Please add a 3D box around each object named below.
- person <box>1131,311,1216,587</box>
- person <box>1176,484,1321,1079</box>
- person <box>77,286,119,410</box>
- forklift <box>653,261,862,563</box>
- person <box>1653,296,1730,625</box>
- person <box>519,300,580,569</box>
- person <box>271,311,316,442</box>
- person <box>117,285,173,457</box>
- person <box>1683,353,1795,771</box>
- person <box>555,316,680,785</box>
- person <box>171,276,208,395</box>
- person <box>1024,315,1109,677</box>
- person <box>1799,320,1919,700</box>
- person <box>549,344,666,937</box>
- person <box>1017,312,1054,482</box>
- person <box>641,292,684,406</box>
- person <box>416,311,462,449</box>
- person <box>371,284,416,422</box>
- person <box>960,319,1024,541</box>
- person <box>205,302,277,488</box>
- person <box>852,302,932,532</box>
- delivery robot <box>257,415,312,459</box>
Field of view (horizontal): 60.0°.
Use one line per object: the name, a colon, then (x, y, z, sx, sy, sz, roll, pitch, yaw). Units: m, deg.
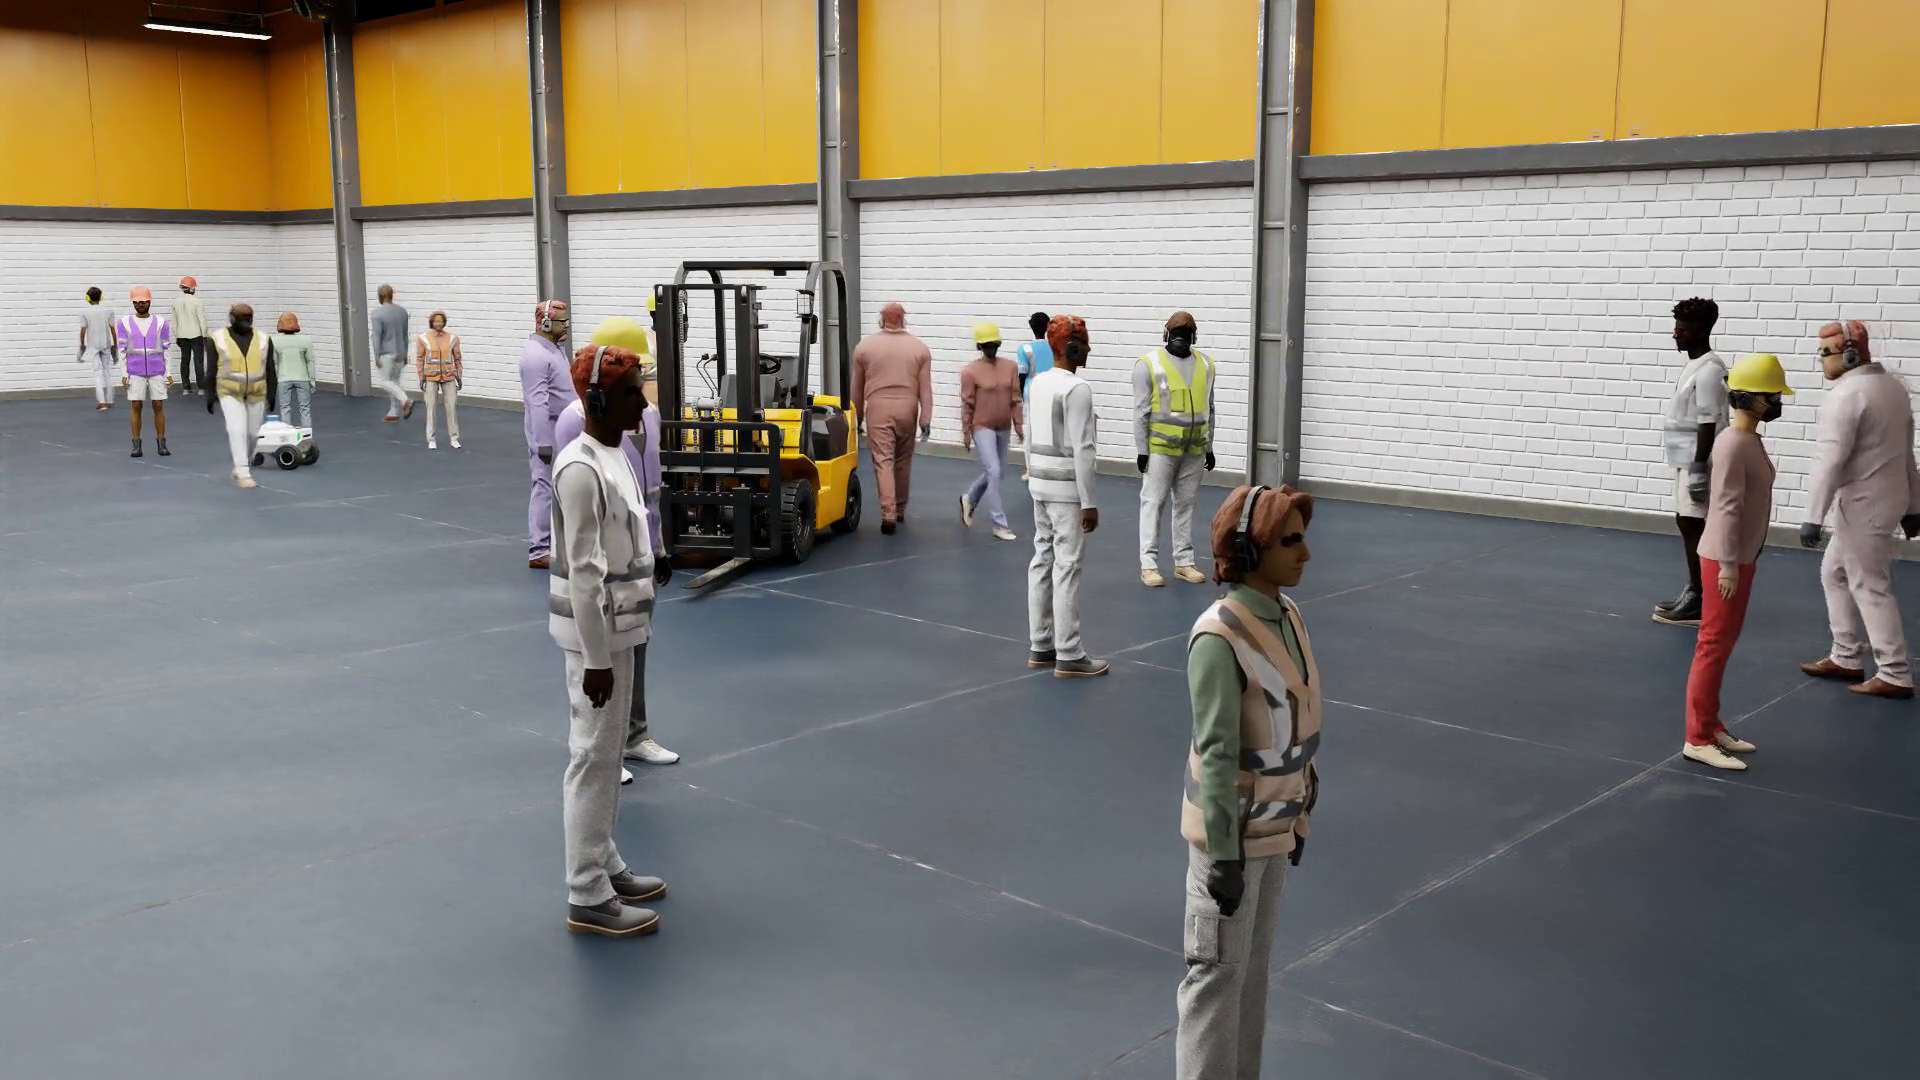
person: (1.457, -0.612, 11.187, 0.624, 1.841, 0.430, -4, 10, -23)
person: (0.665, 0.685, 3.838, 0.310, 1.642, 0.514, 5, 10, 27)
person: (-13.038, -2.900, 25.160, 0.395, 1.871, 0.554, 9, 13, 44)
forklift: (-1.552, -1.040, 12.721, 1.214, 2.155, 2.313, 2, 9, 11)
person: (4.402, -0.475, 9.981, 0.371, 1.958, 0.610, 3, 10, 17)
person: (-2.890, -0.745, 11.819, 0.401, 1.900, 0.639, 0, 9, -2)
person: (-7.646, -1.797, 19.065, 0.500, 1.636, 0.282, -4, 10, -21)
person: (-9.204, -1.907, 18.815, 0.542, 1.939, 0.369, -5, 11, -28)
person: (3.337, 0.087, 7.120, 0.325, 1.766, 0.533, 6, 11, 32)
person: (-1.407, 0.037, 6.937, 0.374, 1.923, 0.595, 5, 10, 27)
person: (-12.947, -3.438, 28.026, 0.609, 1.996, 0.383, 2, 9, 12)
person: (0.541, -0.229, 8.700, 0.357, 1.883, 0.572, -4, 10, -26)
person: (4.477, -0.151, 8.274, 0.663, 1.866, 0.717, -9, 13, -42)
person: (-1.142, 0.315, 5.360, 0.338, 1.882, 0.582, -1, 9, -3)
person: (0.800, -1.417, 16.540, 0.539, 1.698, 0.319, -4, 10, -21)
person: (-2.638, -1.231, 14.707, 0.367, 1.927, 0.590, 7, 11, 36)
person: (-6.136, -1.884, 19.619, 0.518, 1.631, 0.312, -4, 10, -25)
person: (-7.756, -2.549, 22.824, 0.659, 1.924, 0.637, 5, 10, 27)
person: (0.200, -0.889, 13.190, 0.533, 1.730, 0.758, -6, 11, -33)
person: (-7.075, -1.435, 16.353, 0.647, 1.809, 0.801, -7, 12, -37)
person: (-0.549, -1.010, 13.598, 0.632, 1.859, 0.994, -2, 9, -11)
delivery robot: (-7.295, -1.083, 17.708, 0.707, 0.478, 0.477, 1, 9, 4)
